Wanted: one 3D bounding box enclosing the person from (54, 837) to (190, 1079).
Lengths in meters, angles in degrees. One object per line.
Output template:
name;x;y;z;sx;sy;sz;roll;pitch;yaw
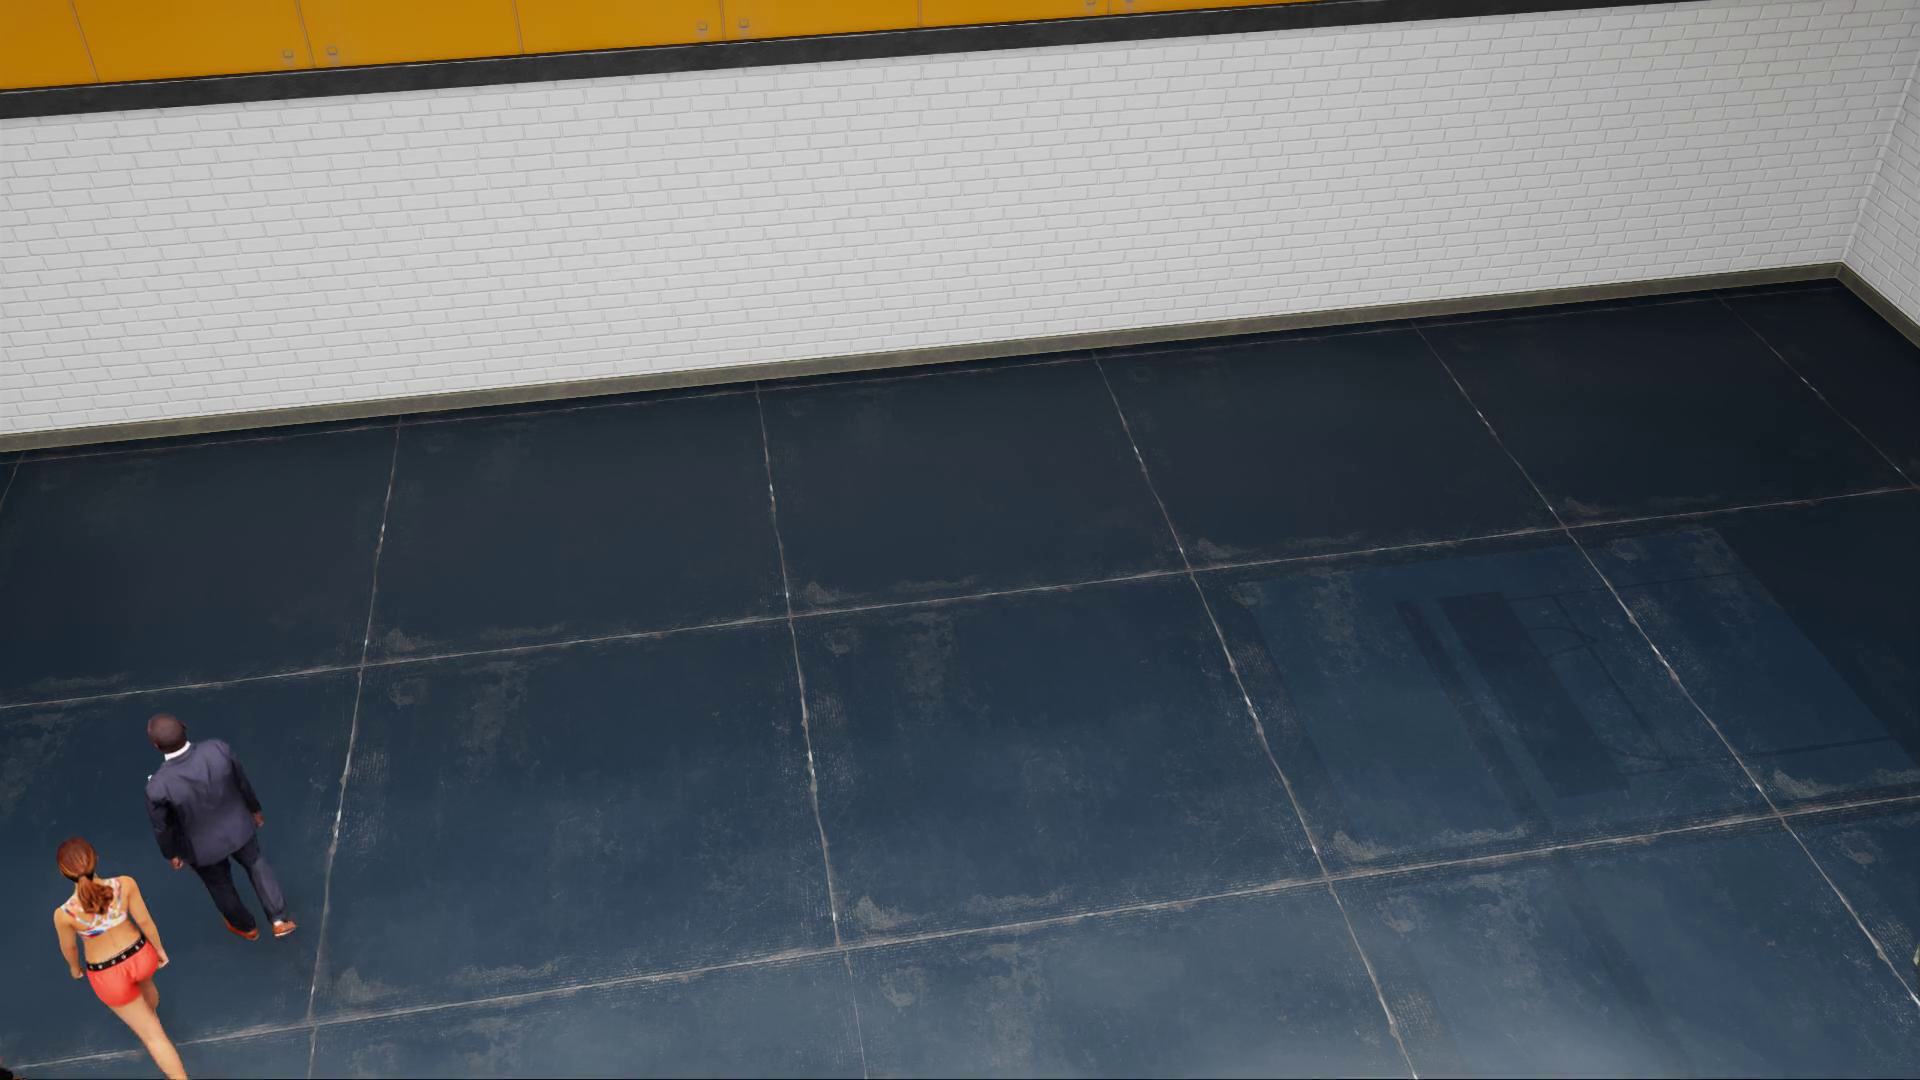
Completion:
person;-4.248;2.259;8.511;1.192;1.743;1.041;30;47;32

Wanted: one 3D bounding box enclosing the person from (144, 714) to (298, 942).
person;-4.078;1.659;9.207;0.988;1.812;0.922;32;48;33
